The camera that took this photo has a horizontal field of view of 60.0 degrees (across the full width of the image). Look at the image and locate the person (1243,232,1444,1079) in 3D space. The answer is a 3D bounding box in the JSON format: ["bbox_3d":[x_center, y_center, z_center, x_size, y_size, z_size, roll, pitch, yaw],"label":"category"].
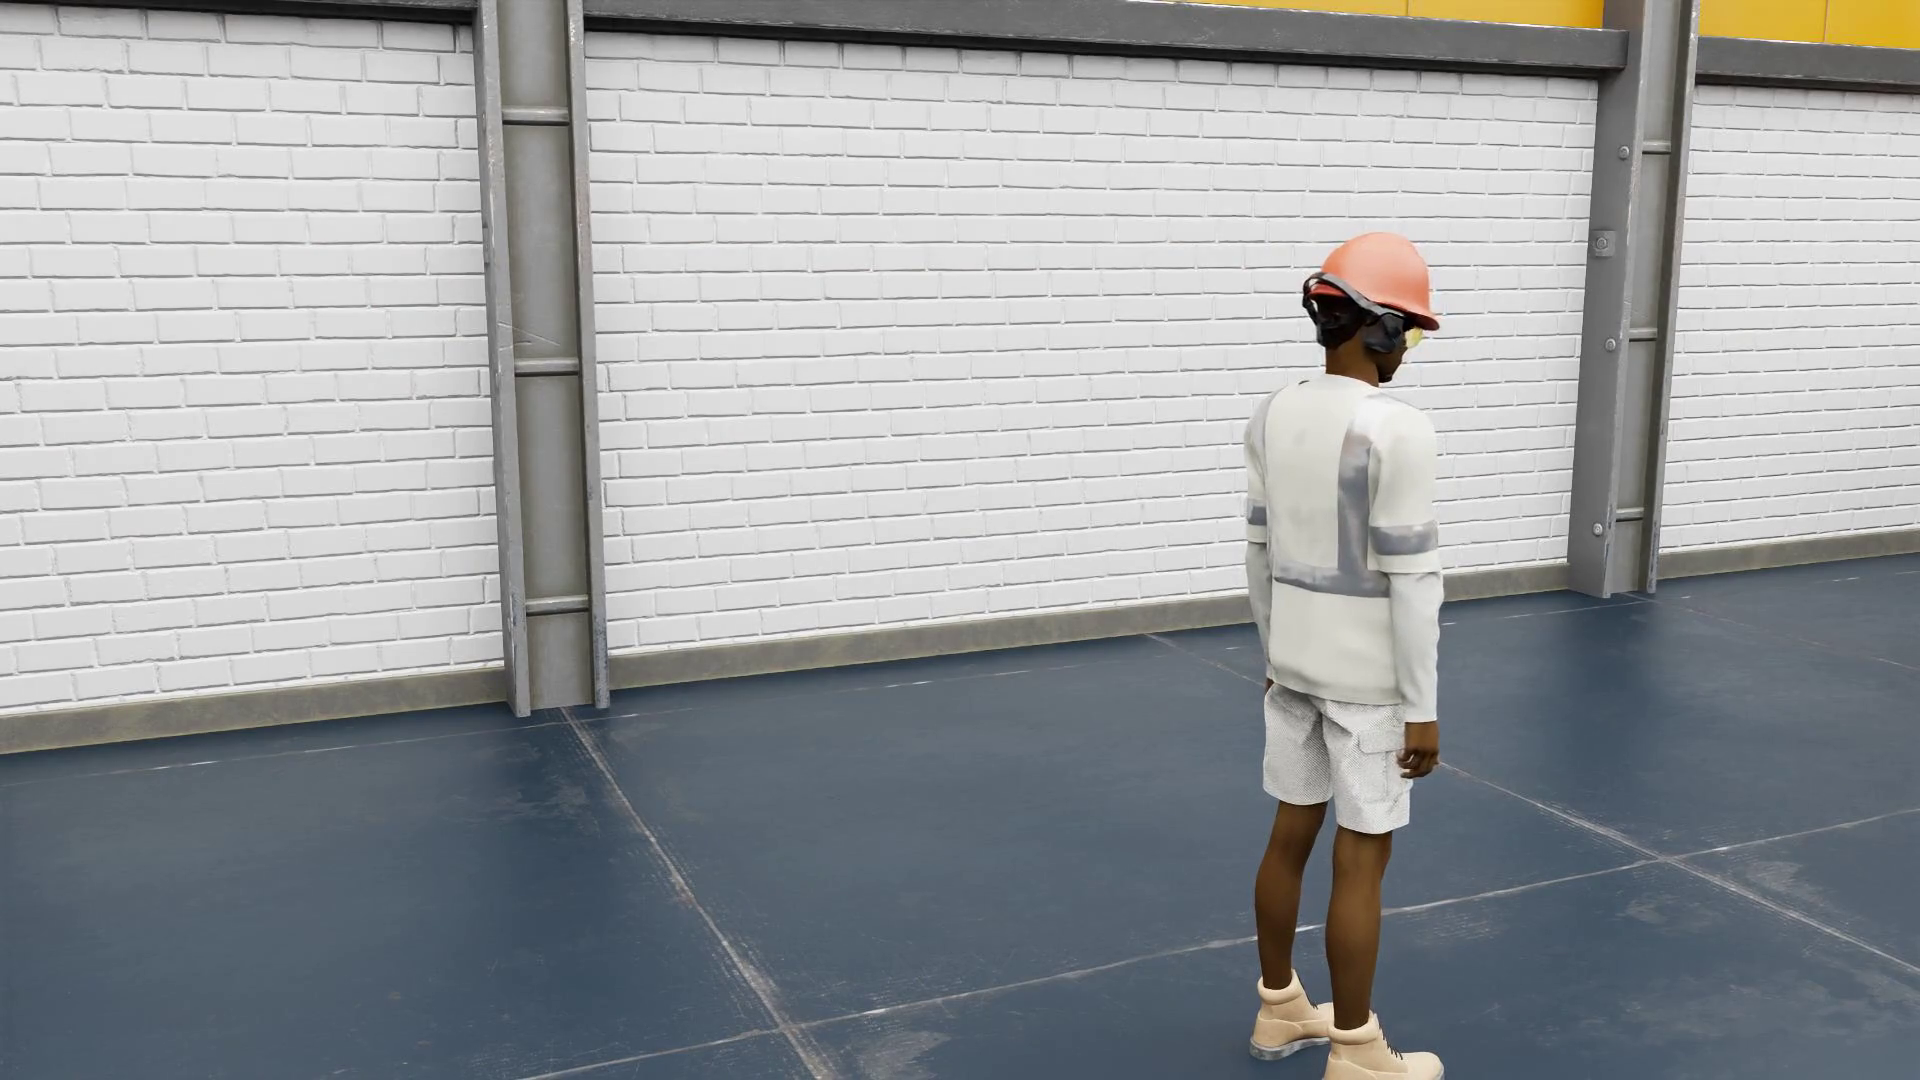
[{"bbox_3d":[0.922,0.306,3.933,0.383,2.036,0.605,-5,12,-27],"label":"person"}]
